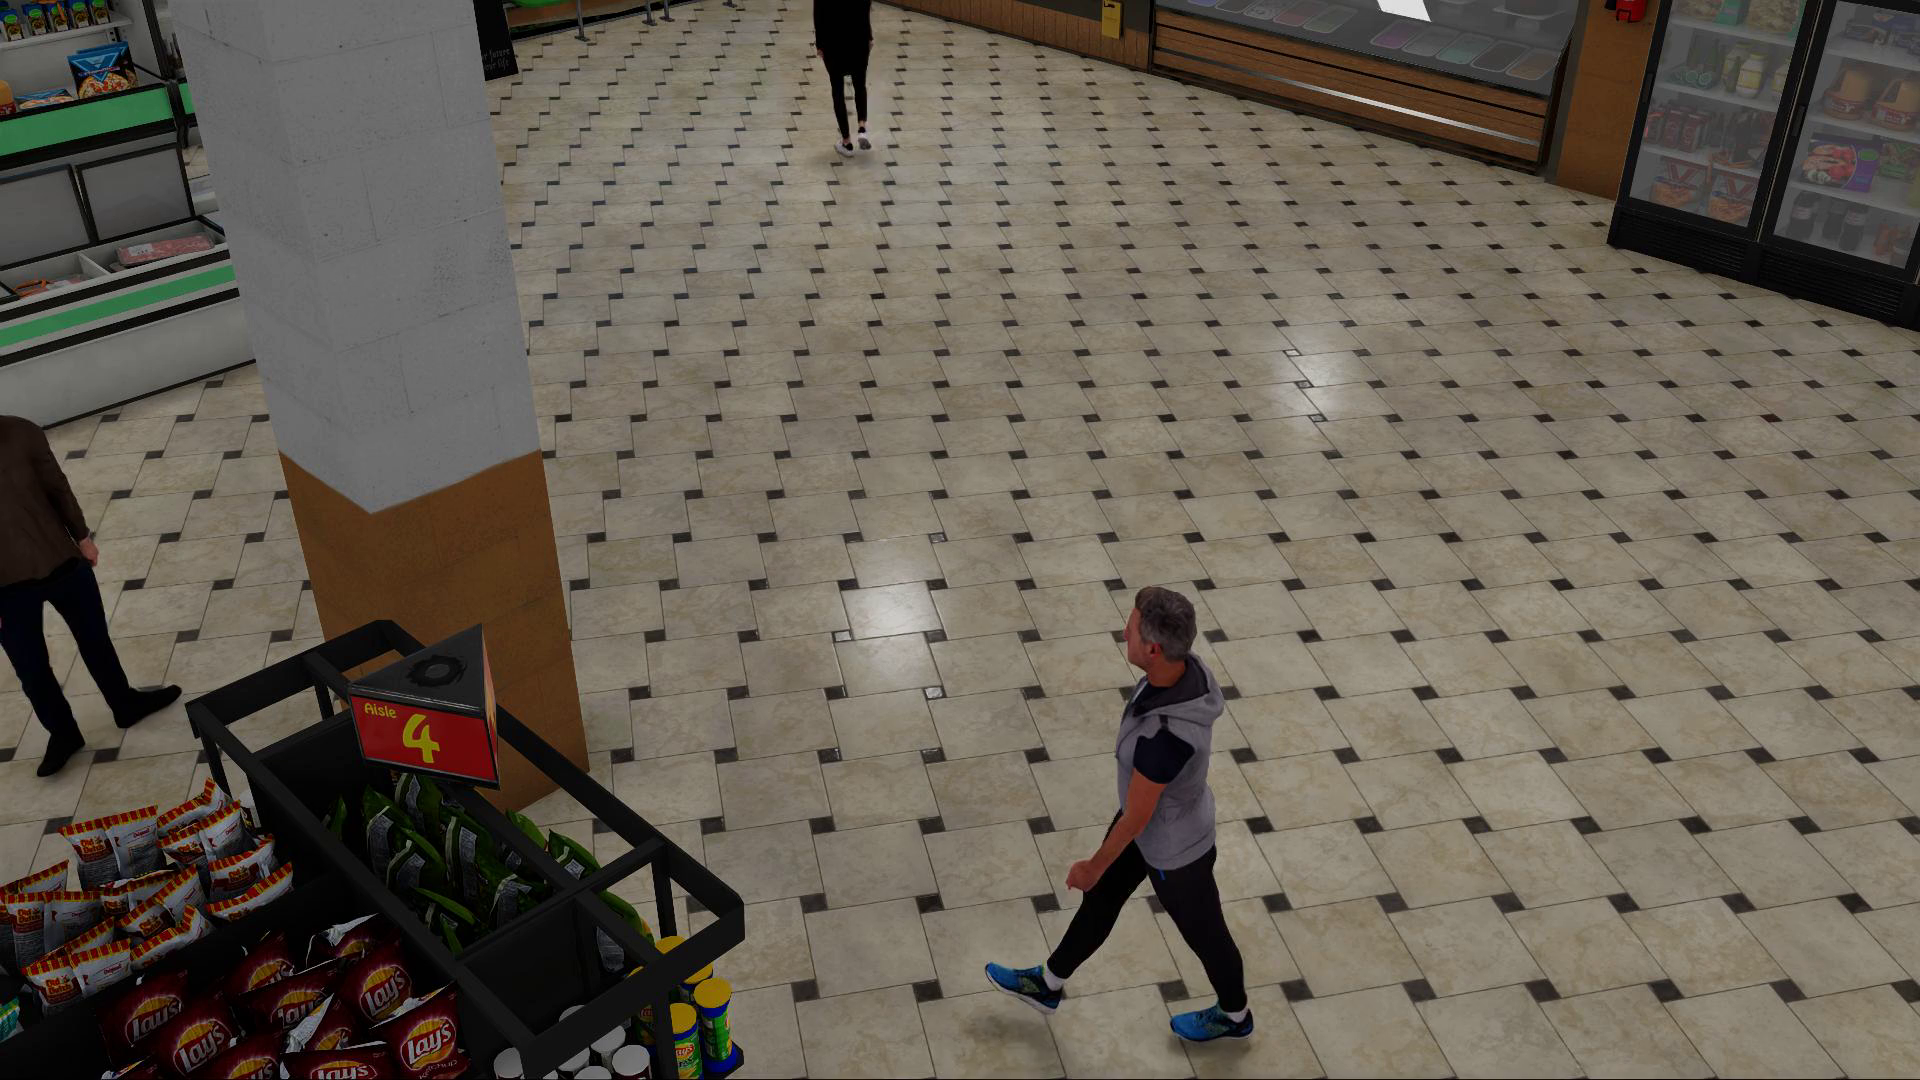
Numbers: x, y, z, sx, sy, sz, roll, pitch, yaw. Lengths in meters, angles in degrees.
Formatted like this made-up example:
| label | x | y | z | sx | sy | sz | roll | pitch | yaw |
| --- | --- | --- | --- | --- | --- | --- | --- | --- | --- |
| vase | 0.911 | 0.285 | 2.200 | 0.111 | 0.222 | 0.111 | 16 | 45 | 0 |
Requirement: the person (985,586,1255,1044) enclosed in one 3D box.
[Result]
| label | x | y | z | sx | sy | sz | roll | pitch | yaw |
| --- | --- | --- | --- | --- | --- | --- | --- | --- | --- |
| person | 0.760 | 0.981 | 5.339 | 1.214 | 1.768 | 1.190 | 2 | 32 | 3 |

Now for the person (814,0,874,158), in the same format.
| label | x | y | z | sx | sy | sz | roll | pitch | yaw |
| --- | --- | --- | --- | --- | --- | --- | --- | --- | --- |
| person | -0.882 | -3.868 | 13.113 | 0.820 | 1.788 | 0.848 | -9 | 33 | -15 |

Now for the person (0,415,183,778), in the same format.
| label | x | y | z | sx | sy | sz | roll | pitch | yaw |
| --- | --- | --- | --- | --- | --- | --- | --- | --- | --- |
| person | -3.703 | 0.084 | 6.697 | 0.948 | 1.856 | 0.510 | 18 | 36 | 26 |
